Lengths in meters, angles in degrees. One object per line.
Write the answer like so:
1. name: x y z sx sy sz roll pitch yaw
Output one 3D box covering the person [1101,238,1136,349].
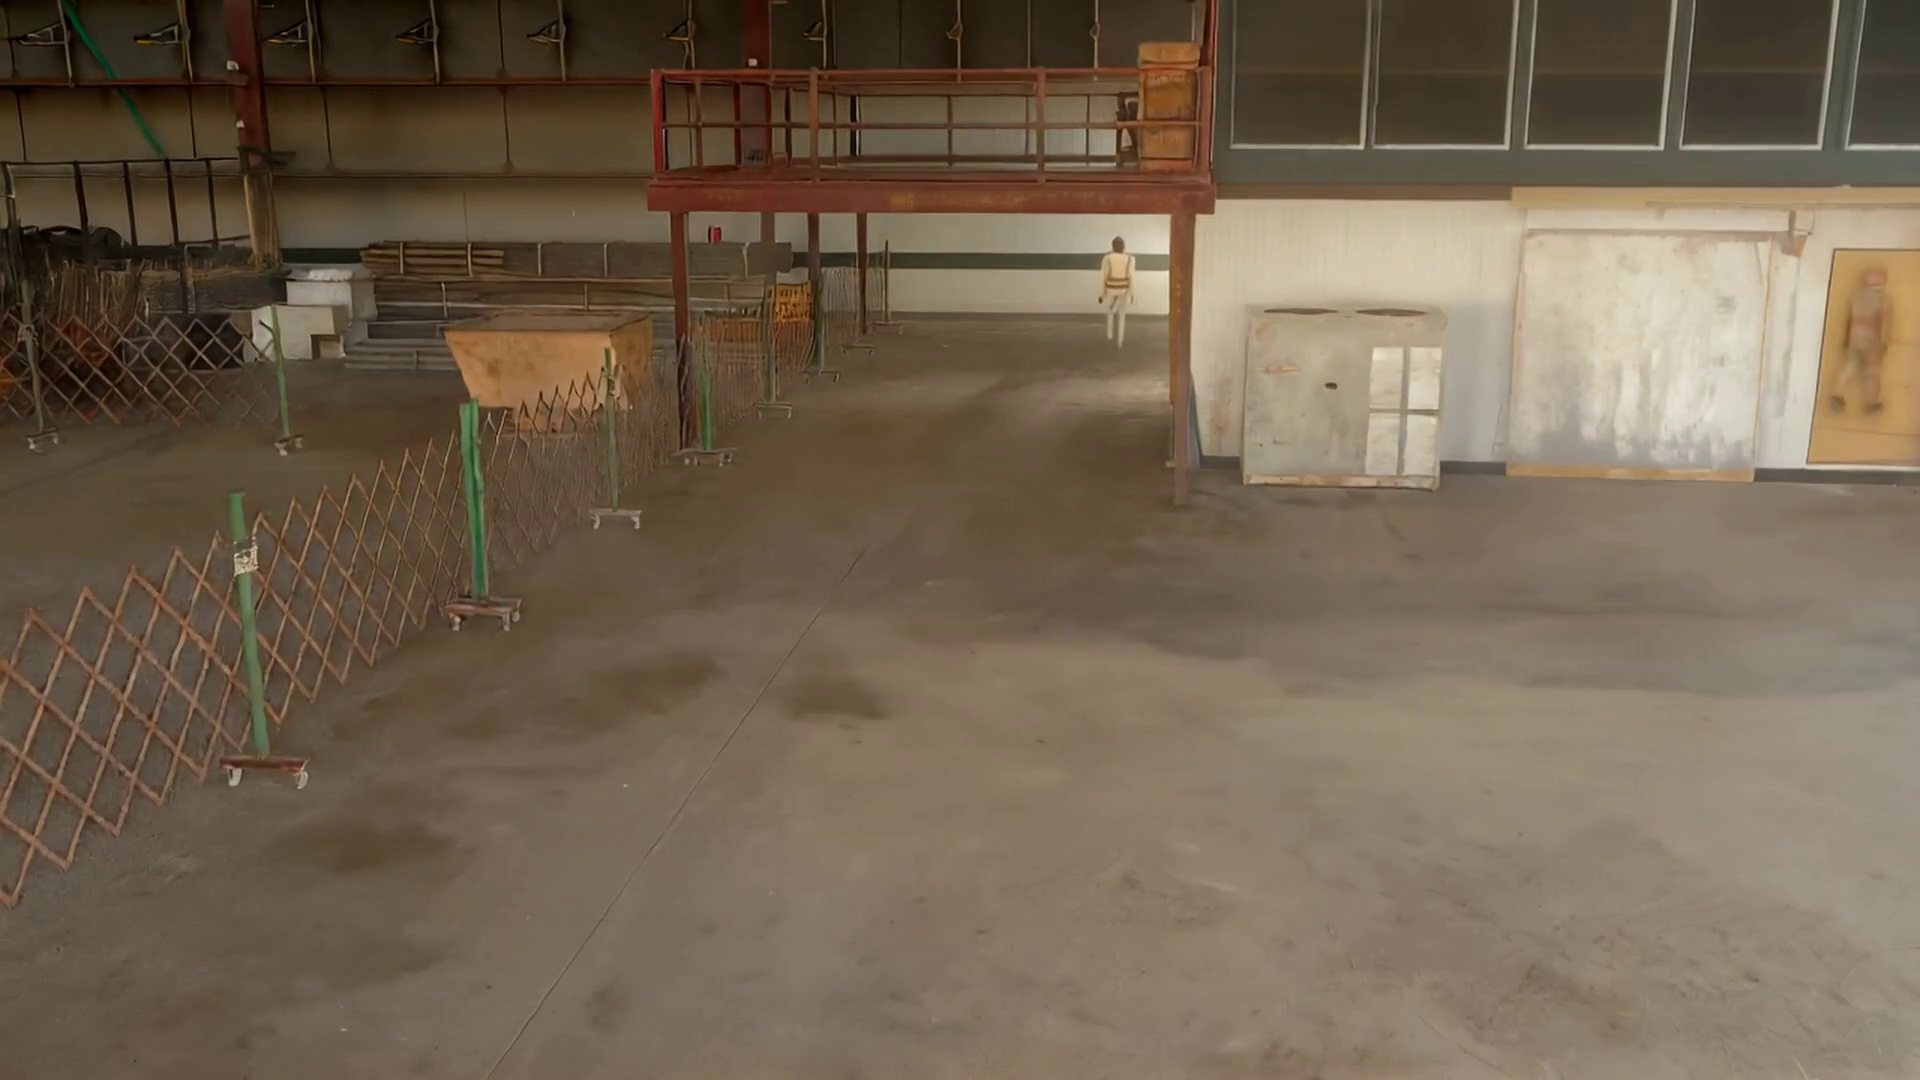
1. person: 2.667 -4.146 27.931 0.594 1.834 0.979 1 14 2
